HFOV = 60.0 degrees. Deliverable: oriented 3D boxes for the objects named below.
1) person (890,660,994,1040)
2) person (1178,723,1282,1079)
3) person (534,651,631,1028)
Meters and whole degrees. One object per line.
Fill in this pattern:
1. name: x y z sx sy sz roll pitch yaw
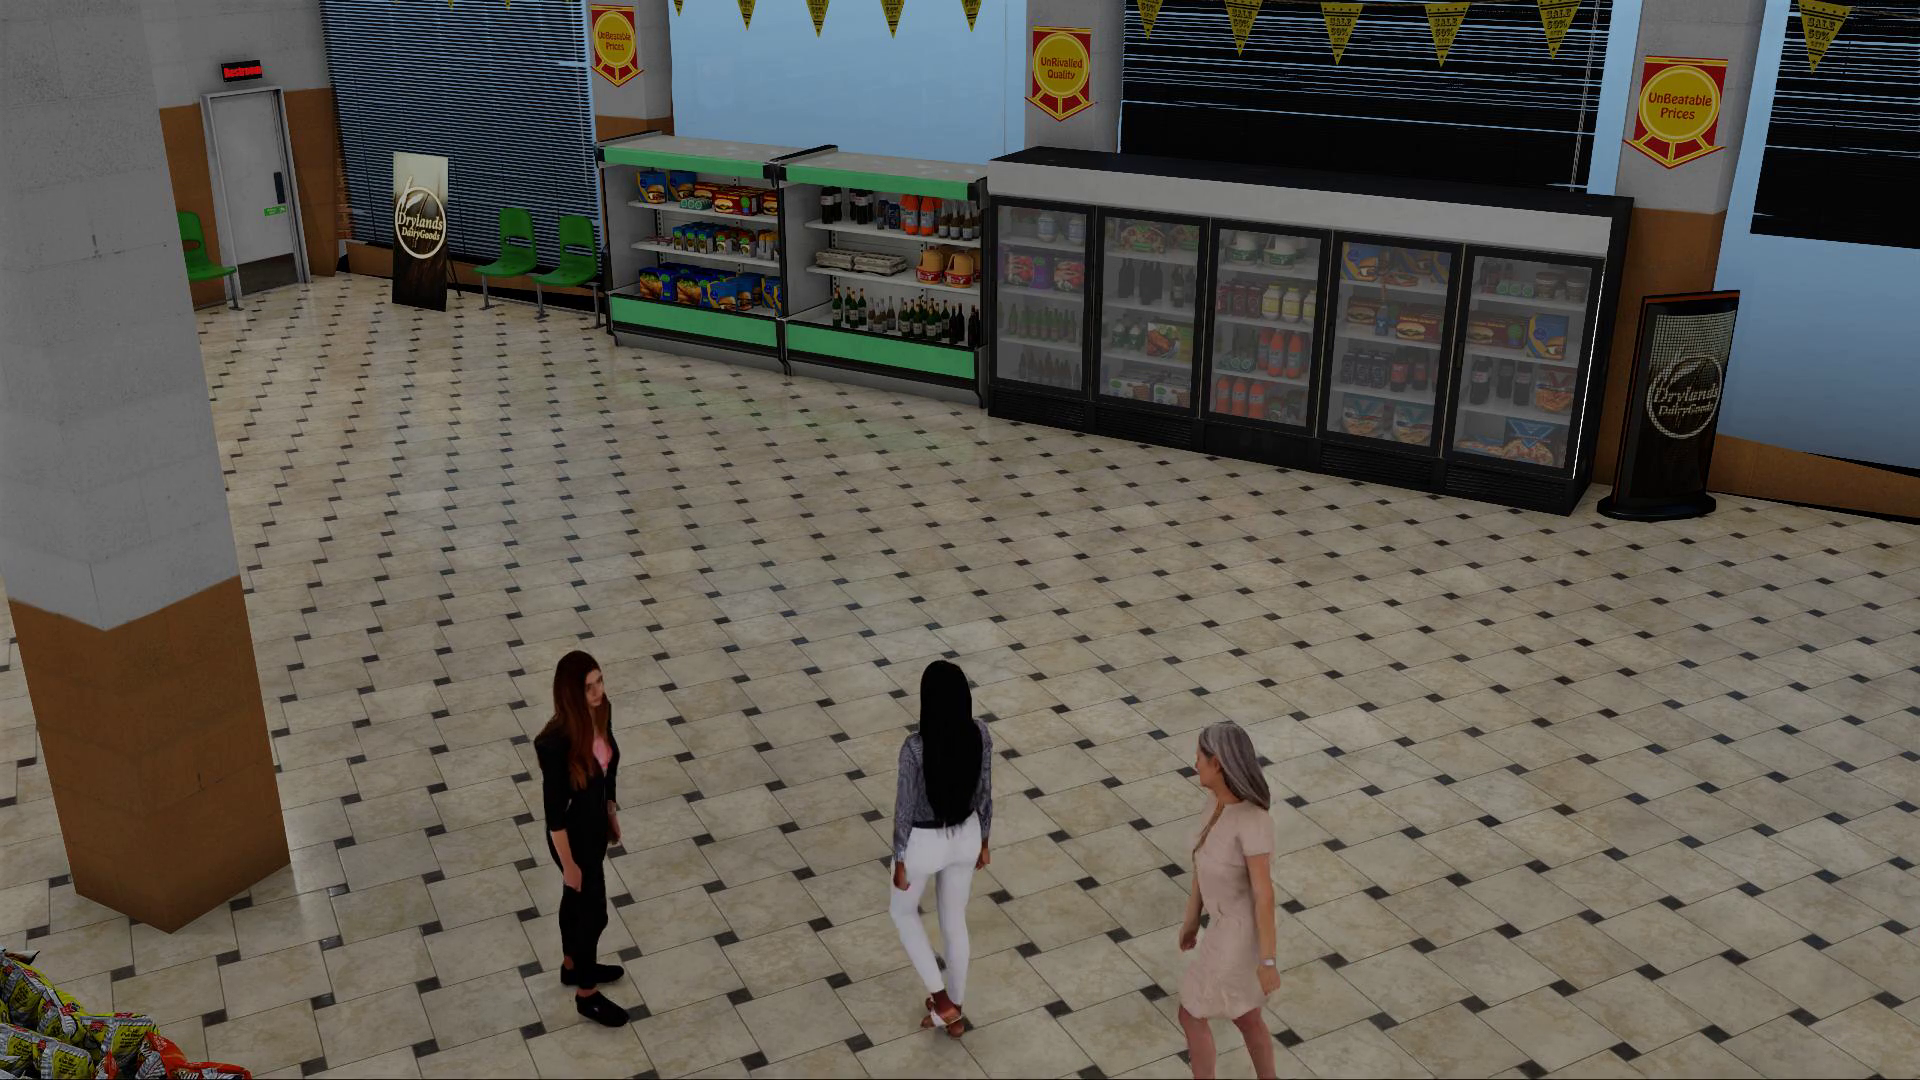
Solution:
1. person: -0.044 1.314 6.744 0.767 1.713 0.824 -11 24 -25
2. person: 1.091 1.530 6.234 0.913 1.691 0.857 -6 23 -15
3. person: -1.632 1.216 7.007 0.740 1.698 0.664 5 22 11
